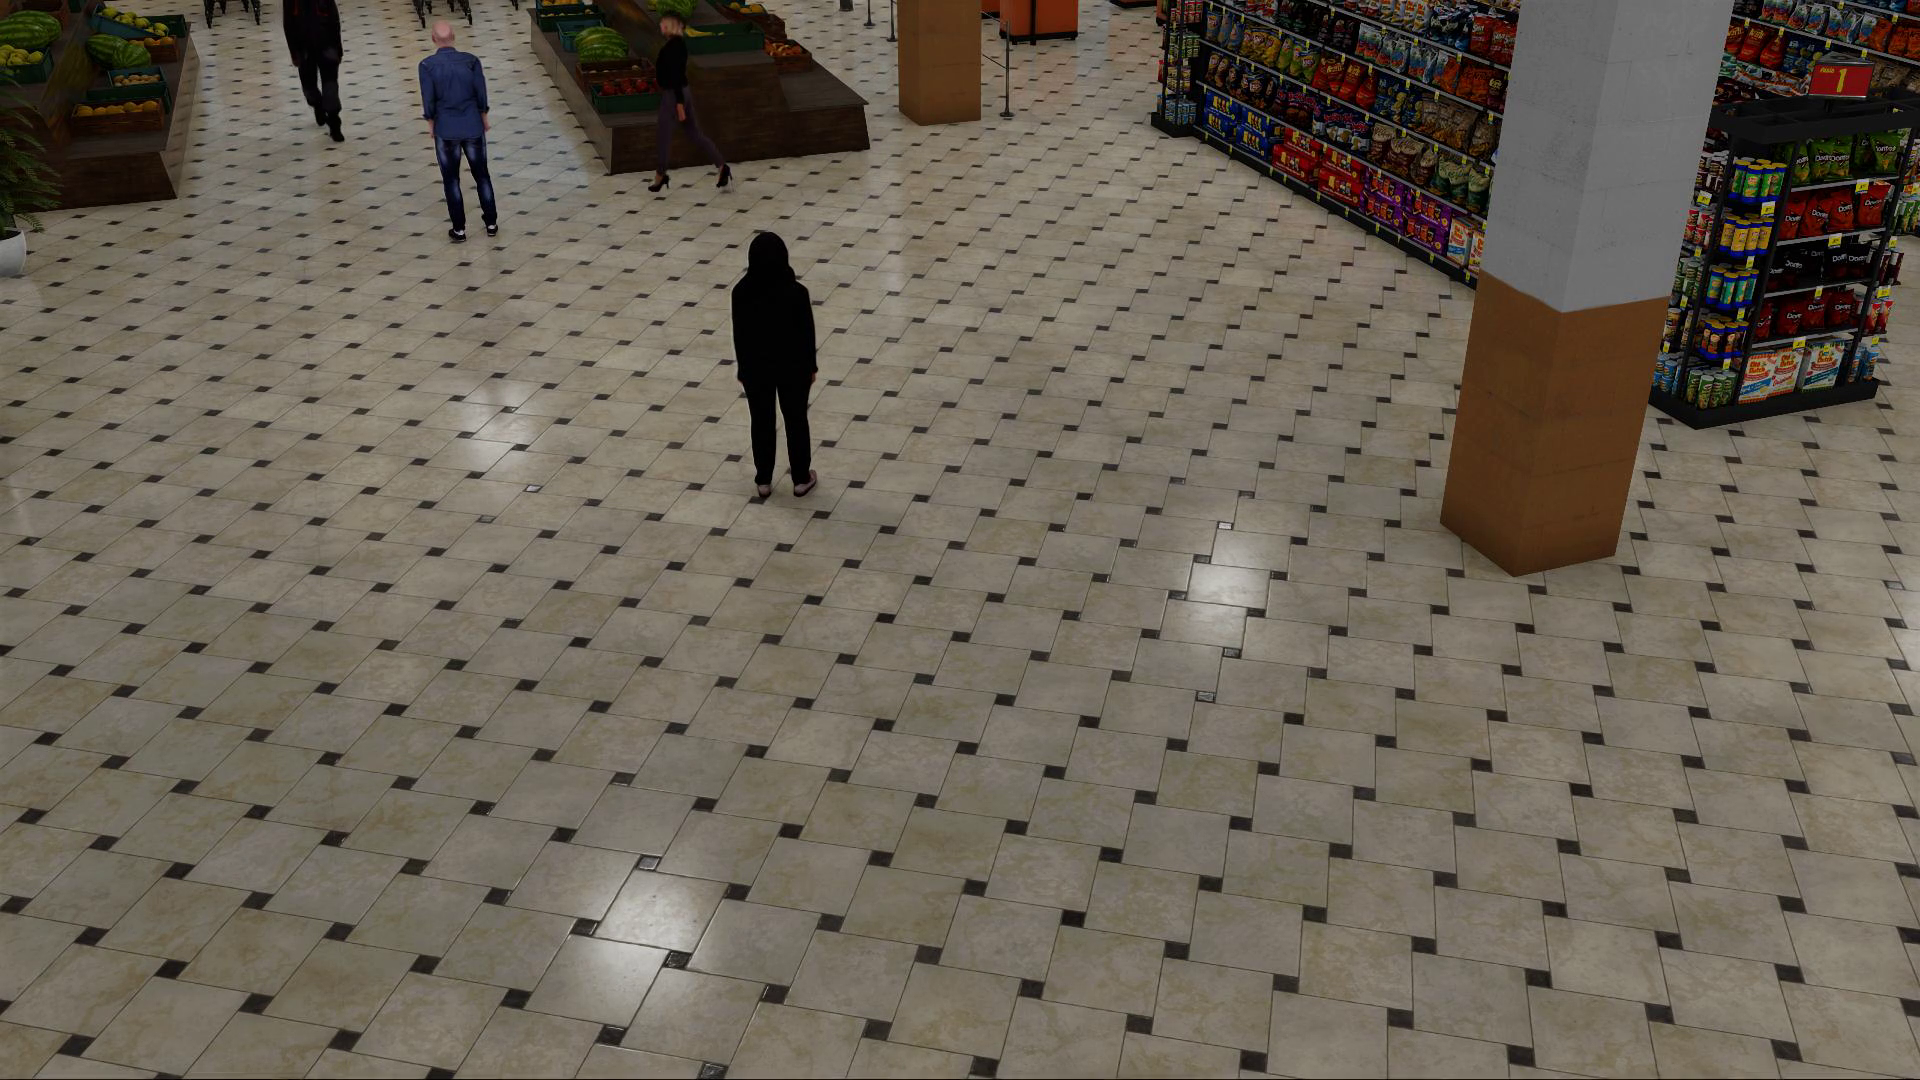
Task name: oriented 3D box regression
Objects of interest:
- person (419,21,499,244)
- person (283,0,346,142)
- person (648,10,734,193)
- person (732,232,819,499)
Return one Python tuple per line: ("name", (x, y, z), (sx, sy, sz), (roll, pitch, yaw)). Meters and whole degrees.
("person", (-4.208, -3.431, 13.971), (0.741, 1.826, 0.633), (-15, 32, -25))
("person", (-6.556, -5.020, 16.903), (0.718, 1.806, 0.964), (-12, 31, -20))
("person", (-2.458, -3.938, 15.097), (0.980, 1.637, 1.069), (4, 29, 7))
("person", (-1.082, -1.015, 9.764), (0.728, 1.617, 0.738), (0, 29, 1))
